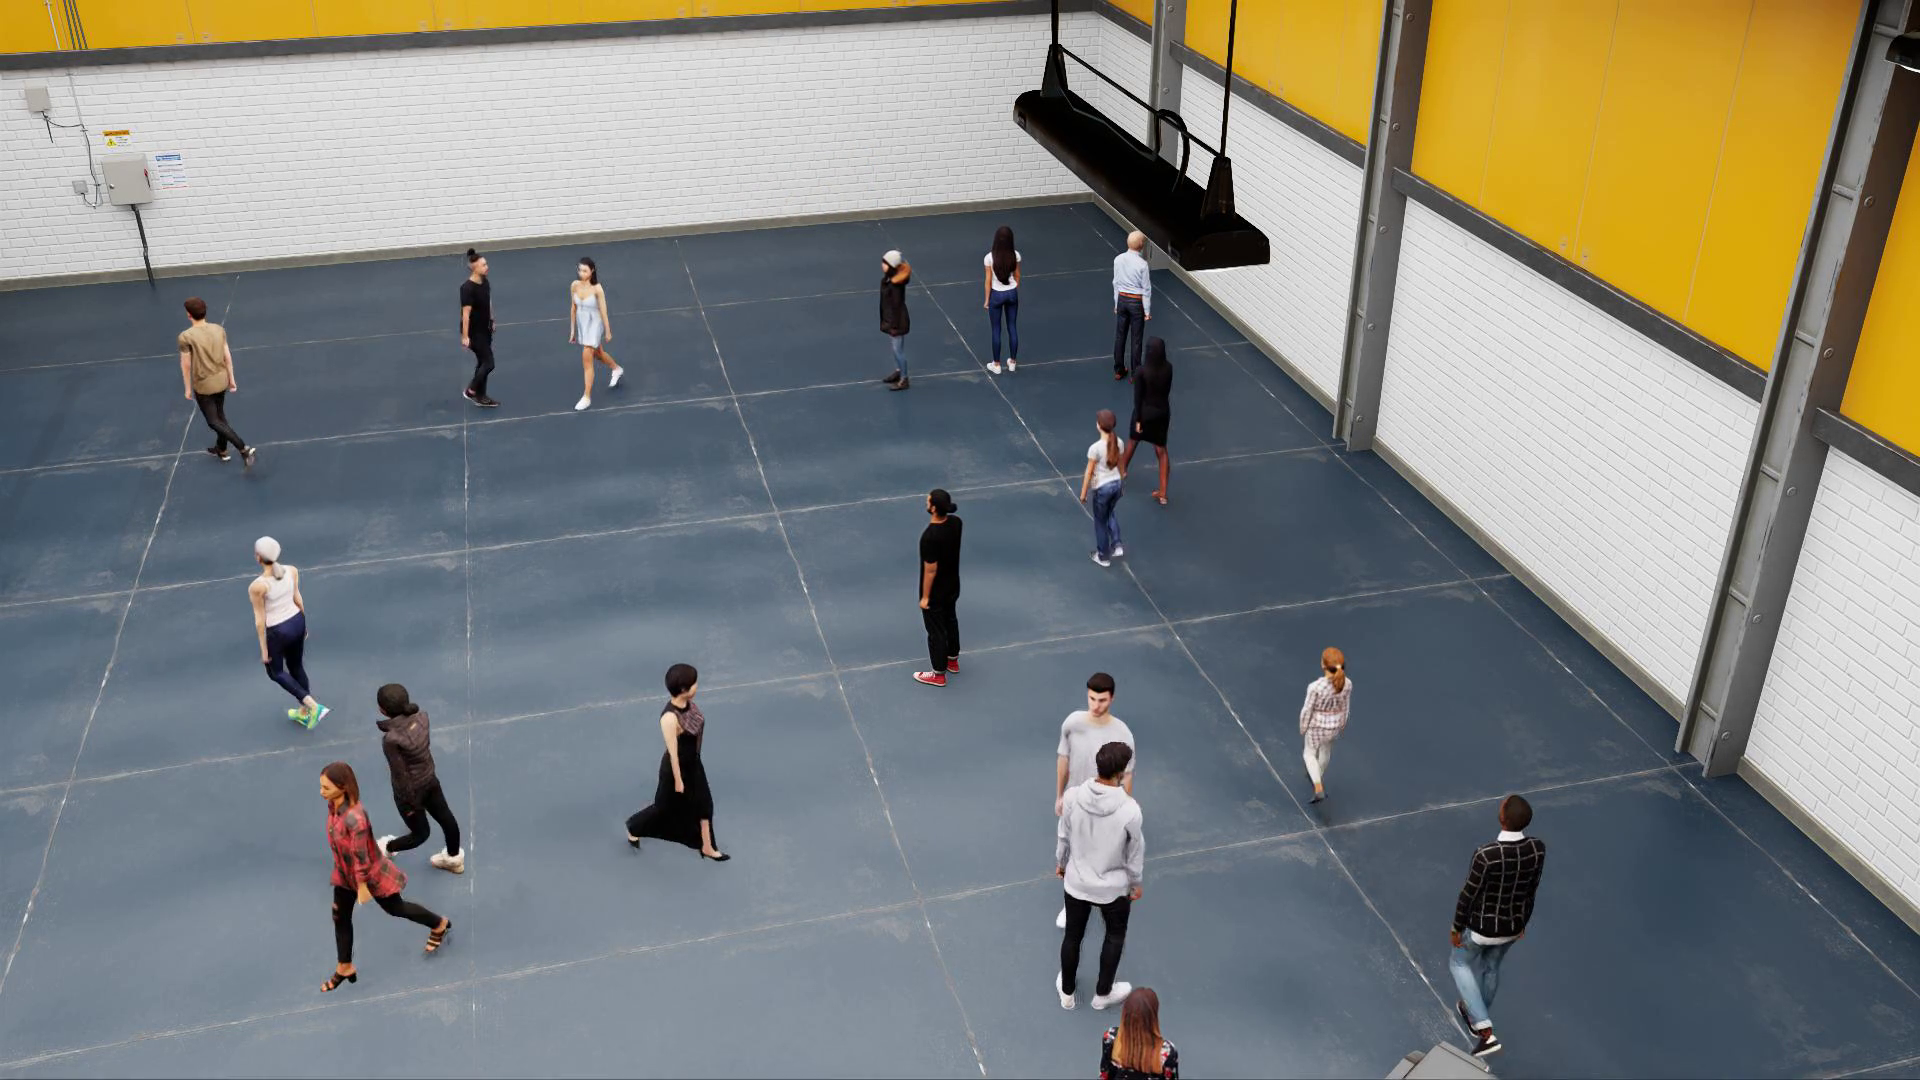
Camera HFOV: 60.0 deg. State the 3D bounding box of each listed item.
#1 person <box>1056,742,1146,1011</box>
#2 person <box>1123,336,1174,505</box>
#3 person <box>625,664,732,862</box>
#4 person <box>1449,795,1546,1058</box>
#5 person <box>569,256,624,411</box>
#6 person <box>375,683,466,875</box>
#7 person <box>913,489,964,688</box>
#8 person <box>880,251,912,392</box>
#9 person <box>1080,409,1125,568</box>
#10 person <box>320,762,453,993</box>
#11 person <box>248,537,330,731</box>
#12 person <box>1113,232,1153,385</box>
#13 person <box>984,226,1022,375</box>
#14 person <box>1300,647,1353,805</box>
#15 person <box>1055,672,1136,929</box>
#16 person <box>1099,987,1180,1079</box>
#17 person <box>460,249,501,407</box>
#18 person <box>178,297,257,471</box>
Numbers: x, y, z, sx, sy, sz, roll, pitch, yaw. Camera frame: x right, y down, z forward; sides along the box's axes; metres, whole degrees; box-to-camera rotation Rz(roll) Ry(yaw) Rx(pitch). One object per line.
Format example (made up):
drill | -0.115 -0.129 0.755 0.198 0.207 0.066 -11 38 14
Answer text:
person | 0.849 2.102 10.252 0.822 1.913 0.839 4 29 8
person | 1.951 -1.163 16.490 0.696 1.672 1.162 -10 30 -18
person | -2.023 1.577 11.574 0.947 1.568 1.034 9 30 16
person | 3.218 2.346 9.912 0.697 1.810 0.898 -5 29 -10
person | -4.092 -2.378 18.707 1.067 1.680 1.211 12 31 22
person | -3.804 1.649 11.353 0.919 1.654 0.899 20 34 32
person | -0.160 0.372 13.585 0.785 1.758 0.725 16 32 26
person | -0.729 -2.523 19.023 0.666 1.633 0.516 -7 29 -12
person | 1.379 -0.444 15.296 0.655 1.551 0.707 -17 33 -28
person | -3.694 2.081 10.553 1.017 1.662 1.134 -24 37 -37
person | -5.188 0.773 12.923 0.921 1.688 0.861 16 32 26
person | 1.980 -2.684 19.153 0.717 1.792 0.796 19 34 31
person | 0.511 -2.806 19.393 0.592 1.775 0.523 -9 30 -16
person | 2.695 1.377 12.221 0.571 1.299 0.794 -5 29 -9
person | 0.913 1.684 11.052 0.977 1.879 1.065 12 31 20
person | 0.934 3.022 8.805 0.647 1.683 0.668 9 30 16
person | -5.433 -2.331 18.445 0.888 1.850 0.763 6 29 11
person | -7.646 -1.571 17.073 1.216 1.829 1.143 17 33 28
